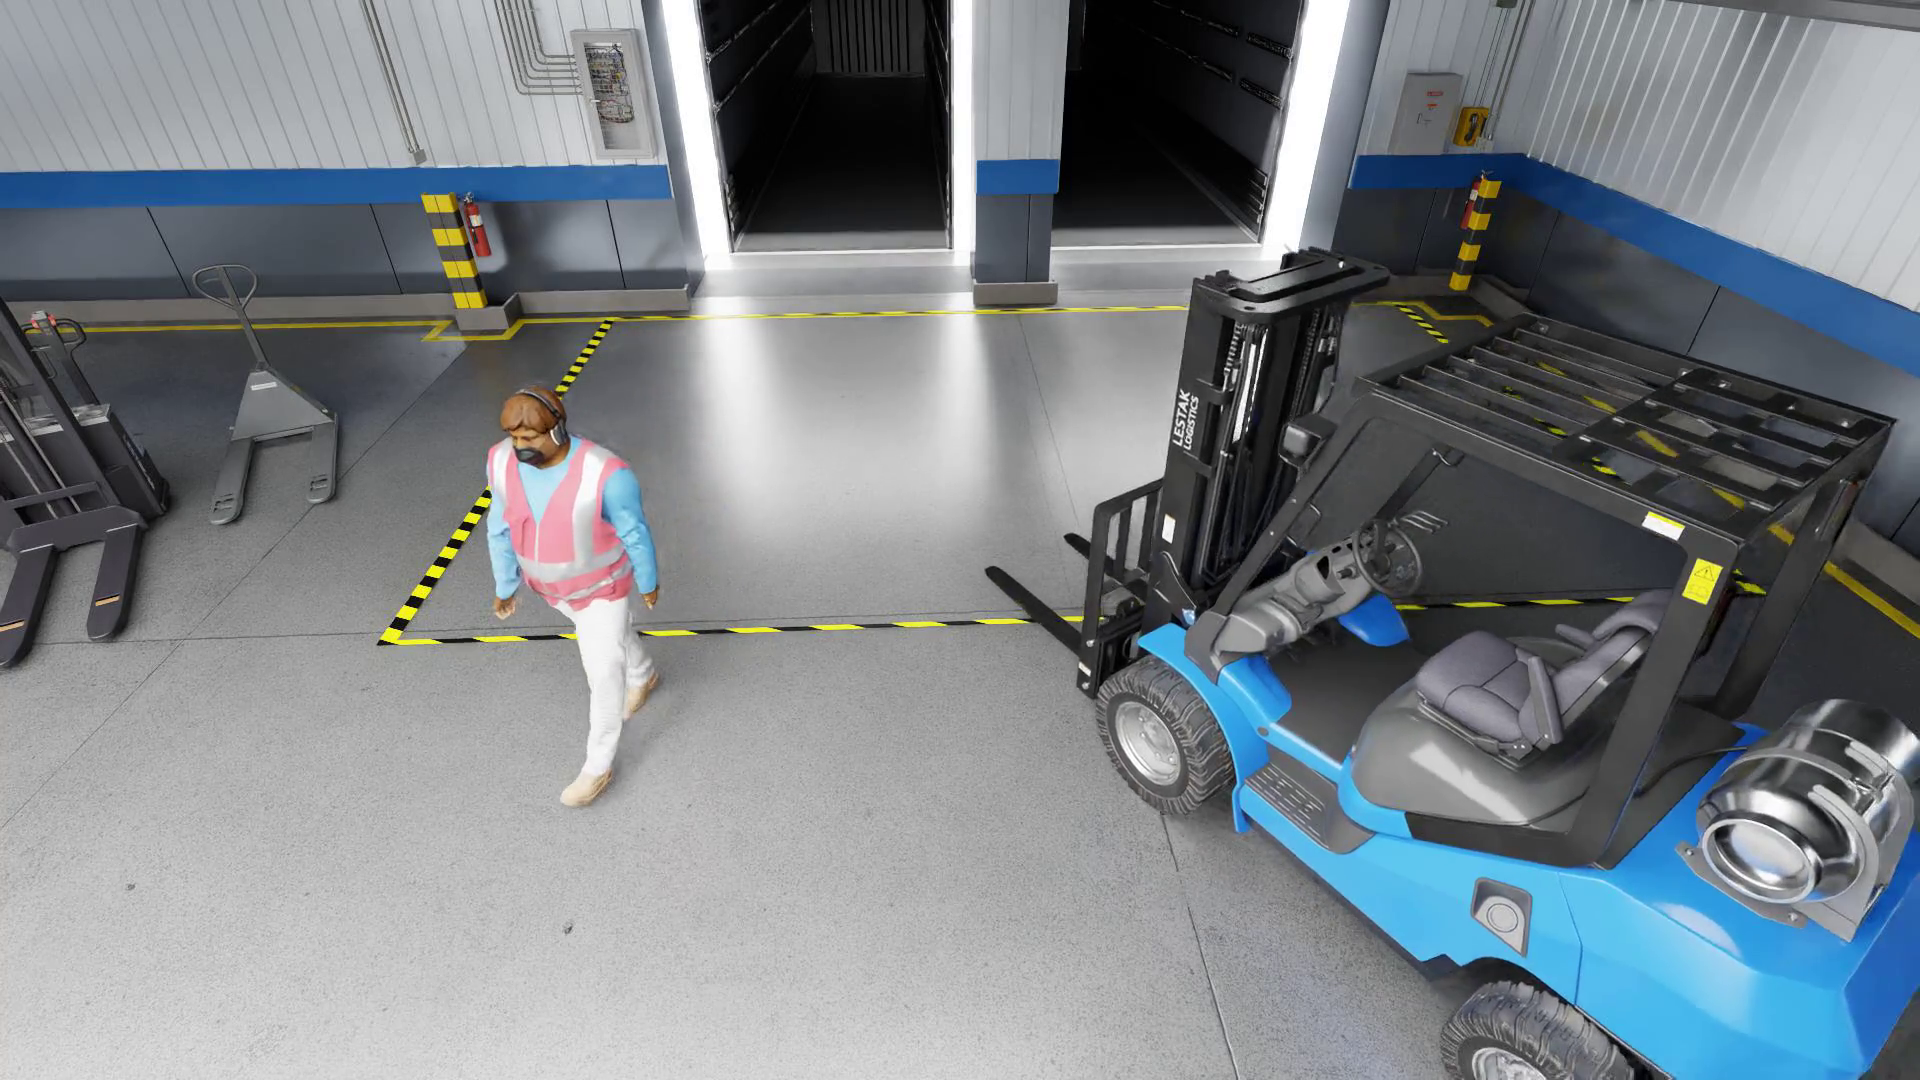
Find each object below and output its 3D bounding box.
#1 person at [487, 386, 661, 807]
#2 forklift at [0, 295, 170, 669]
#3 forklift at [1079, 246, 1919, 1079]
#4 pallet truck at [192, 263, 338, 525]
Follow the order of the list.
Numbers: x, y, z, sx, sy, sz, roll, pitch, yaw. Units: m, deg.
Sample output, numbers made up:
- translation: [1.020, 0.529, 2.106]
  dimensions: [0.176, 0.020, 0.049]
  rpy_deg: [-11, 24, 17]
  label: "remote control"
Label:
- translation: [-1.652, 0.234, 3.825]
  dimensions: [0.631, 1.804, 0.913]
  rpy_deg: [11, 36, 15]
  label: "person"
- translation: [-5.212, -0.618, 4.878]
  dimensions: [0.823, 1.965, 1.885]
  rpy_deg: [-20, 39, -26]
  label: "forklift"
- translation: [1.773, 0.346, 3.183]
  dimensions: [1.157, 2.036, 2.680]
  rpy_deg: [-22, 40, -28]
  label: "forklift"
- translation: [-4.778, -1.027, 6.128]
  dimensions: [0.680, 1.201, 1.601]
  rpy_deg: [-17, 38, -23]
  label: "pallet truck"
